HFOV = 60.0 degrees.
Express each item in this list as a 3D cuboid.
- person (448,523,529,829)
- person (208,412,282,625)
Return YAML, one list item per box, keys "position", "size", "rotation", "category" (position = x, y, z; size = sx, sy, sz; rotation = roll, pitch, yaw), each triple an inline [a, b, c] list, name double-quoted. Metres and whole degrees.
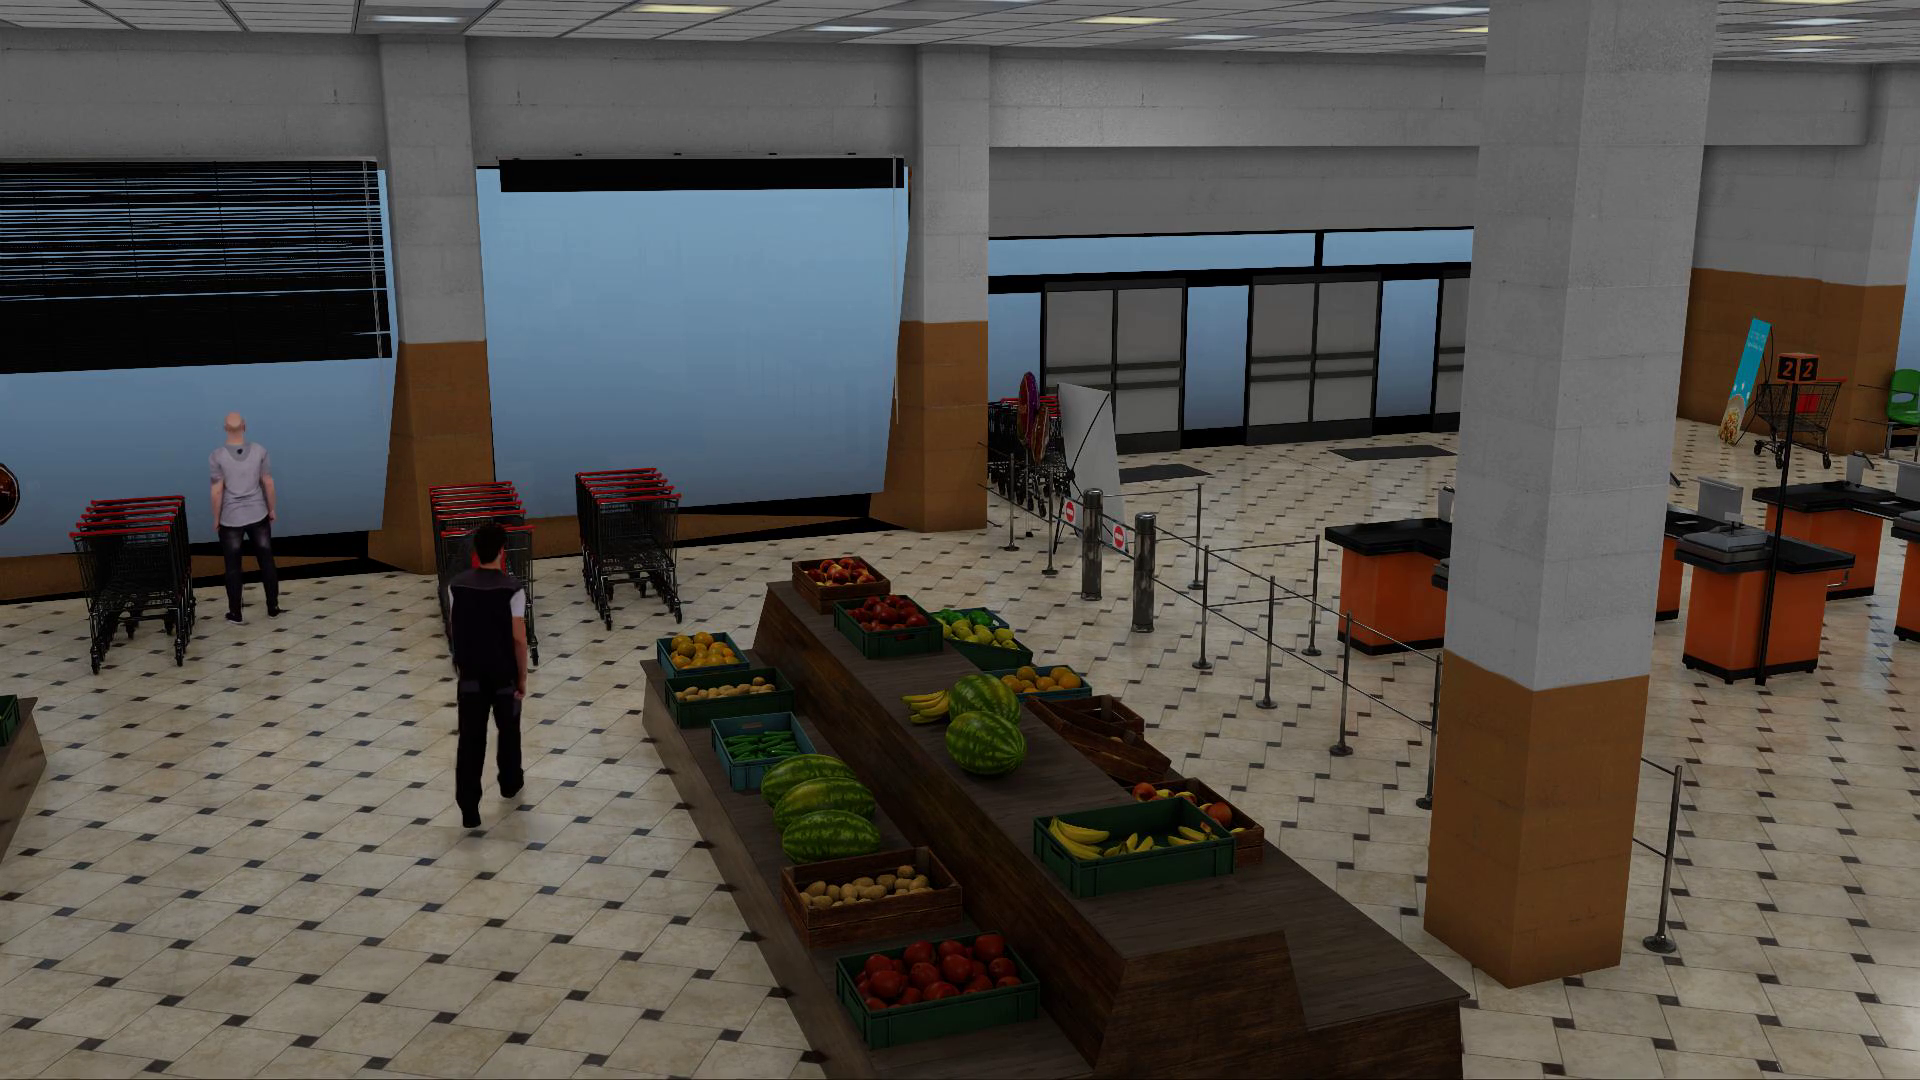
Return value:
- position: [-2.883, 0.842, 10.080]
  size: [0.910, 1.812, 1.254]
  rotation: [-1, 14, -4]
  category: "person"
- position: [-6.172, -0.201, 14.326]
  size: [0.733, 1.838, 0.677]
  rotation: [-9, 16, -32]
  category: "person"
